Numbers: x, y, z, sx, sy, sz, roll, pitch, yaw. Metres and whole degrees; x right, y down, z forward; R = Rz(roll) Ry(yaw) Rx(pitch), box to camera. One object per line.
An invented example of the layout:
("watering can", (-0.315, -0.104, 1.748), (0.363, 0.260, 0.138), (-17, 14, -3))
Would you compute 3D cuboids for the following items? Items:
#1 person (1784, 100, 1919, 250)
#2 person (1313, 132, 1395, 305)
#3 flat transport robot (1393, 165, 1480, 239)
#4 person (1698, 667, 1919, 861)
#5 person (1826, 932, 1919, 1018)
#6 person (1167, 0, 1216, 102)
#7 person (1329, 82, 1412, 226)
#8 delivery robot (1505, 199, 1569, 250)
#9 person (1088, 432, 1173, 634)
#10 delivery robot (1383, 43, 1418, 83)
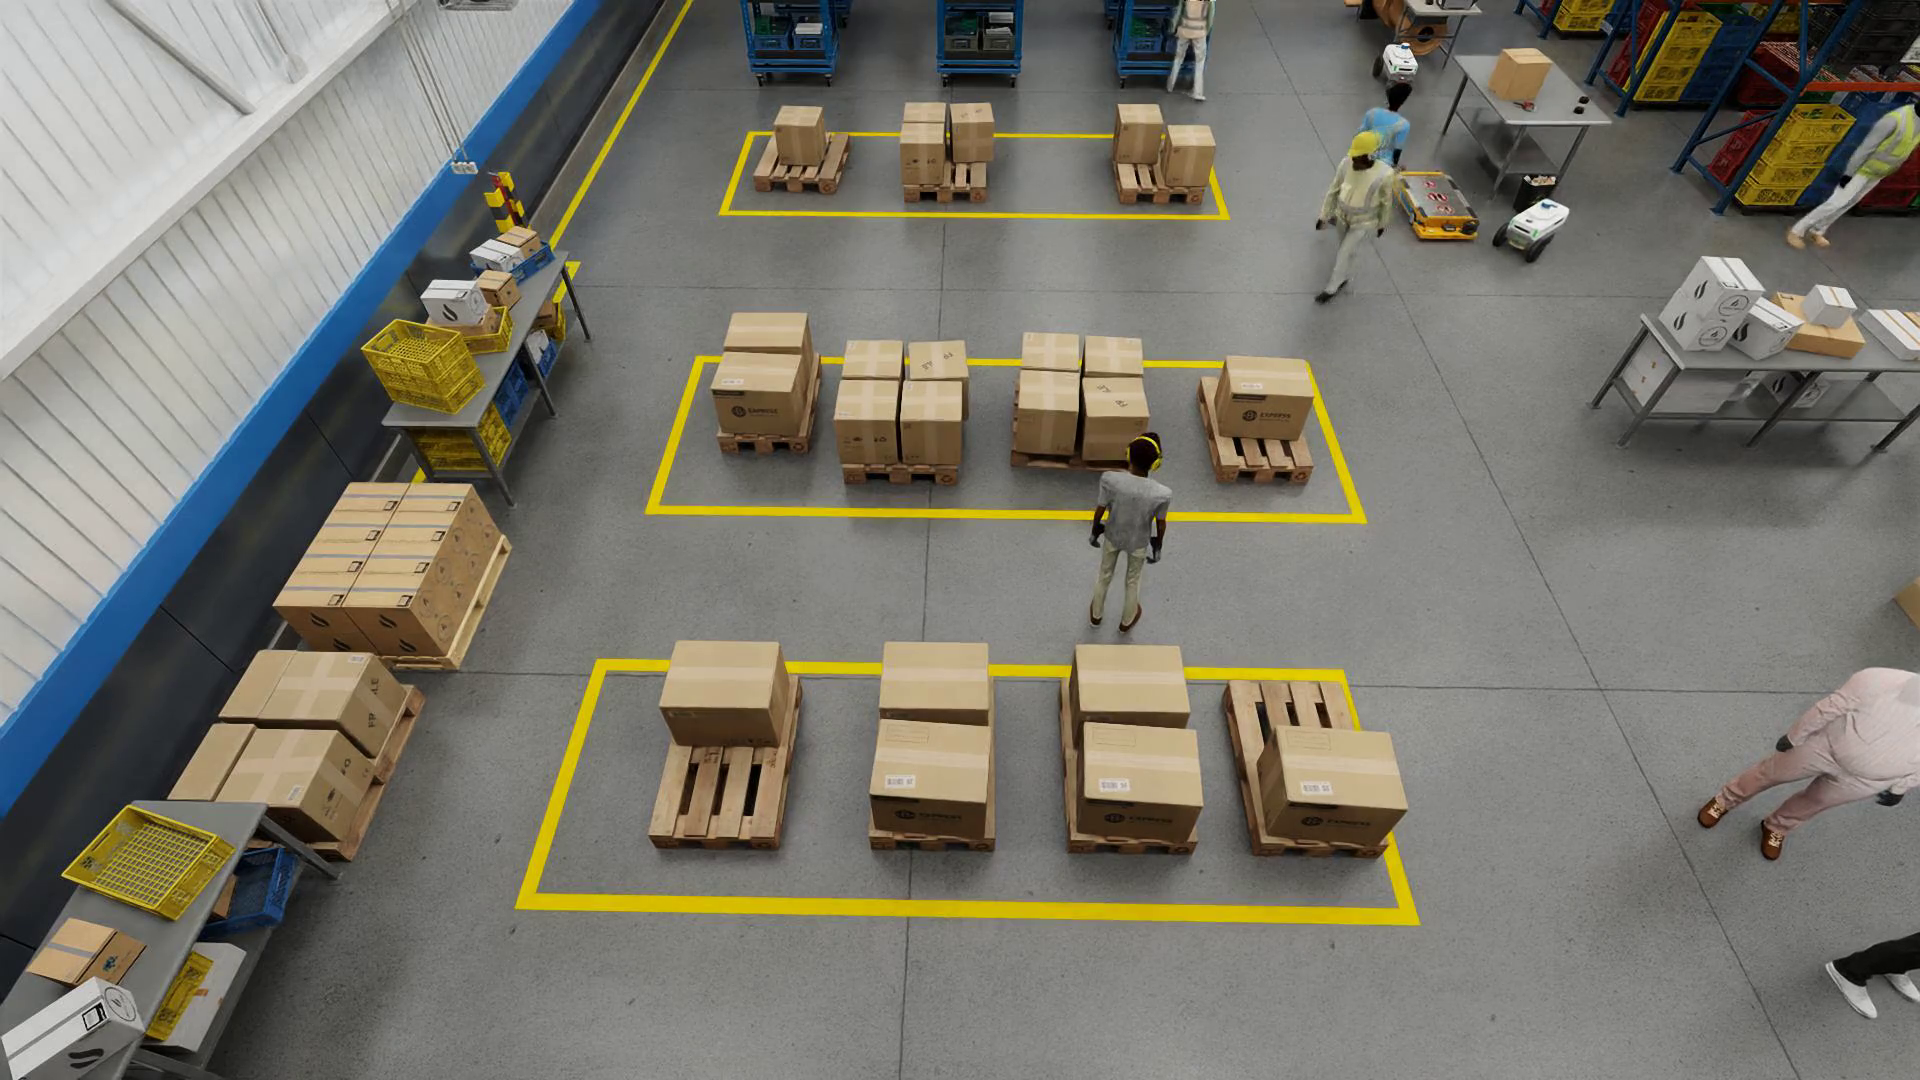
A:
("person", (9.907, -4.027, 9.981), (0.644, 1.824, 0.431), (-11, 50, -9))
("person", (3.997, -3.288, 9.374), (0.759, 1.773, 0.613), (-30, 55, -23))
("flat transport robot", (5.692, -4.094, 11.059), (0.652, 0.197, 1.431), (1, 49, 1))
("person", (5.170, 1.290, 5.330), (0.639, 1.901, 0.402), (32, 56, 24))
("person", (5.379, 1.997, 4.716), (0.584, 1.909, 0.390), (-10, 50, -9))
("person", (3.228, -6.939, 12.638), (0.706, 1.614, 0.461), (23, 53, 19))
("person", (4.614, -4.229, 10.246), (0.519, 1.688, 0.543), (-30, 56, -24))
("delivery robot", (6.555, -3.613, 10.393), (0.707, 0.478, 0.477), (-30, 55, -23))
("person", (1.177, -0.013, 6.480), (0.530, 1.864, 0.313), (16, 51, 13))
("delivery robot", (6.366, -6.920, 13.258), (0.477, 0.478, 0.707), (5, 49, 4))
